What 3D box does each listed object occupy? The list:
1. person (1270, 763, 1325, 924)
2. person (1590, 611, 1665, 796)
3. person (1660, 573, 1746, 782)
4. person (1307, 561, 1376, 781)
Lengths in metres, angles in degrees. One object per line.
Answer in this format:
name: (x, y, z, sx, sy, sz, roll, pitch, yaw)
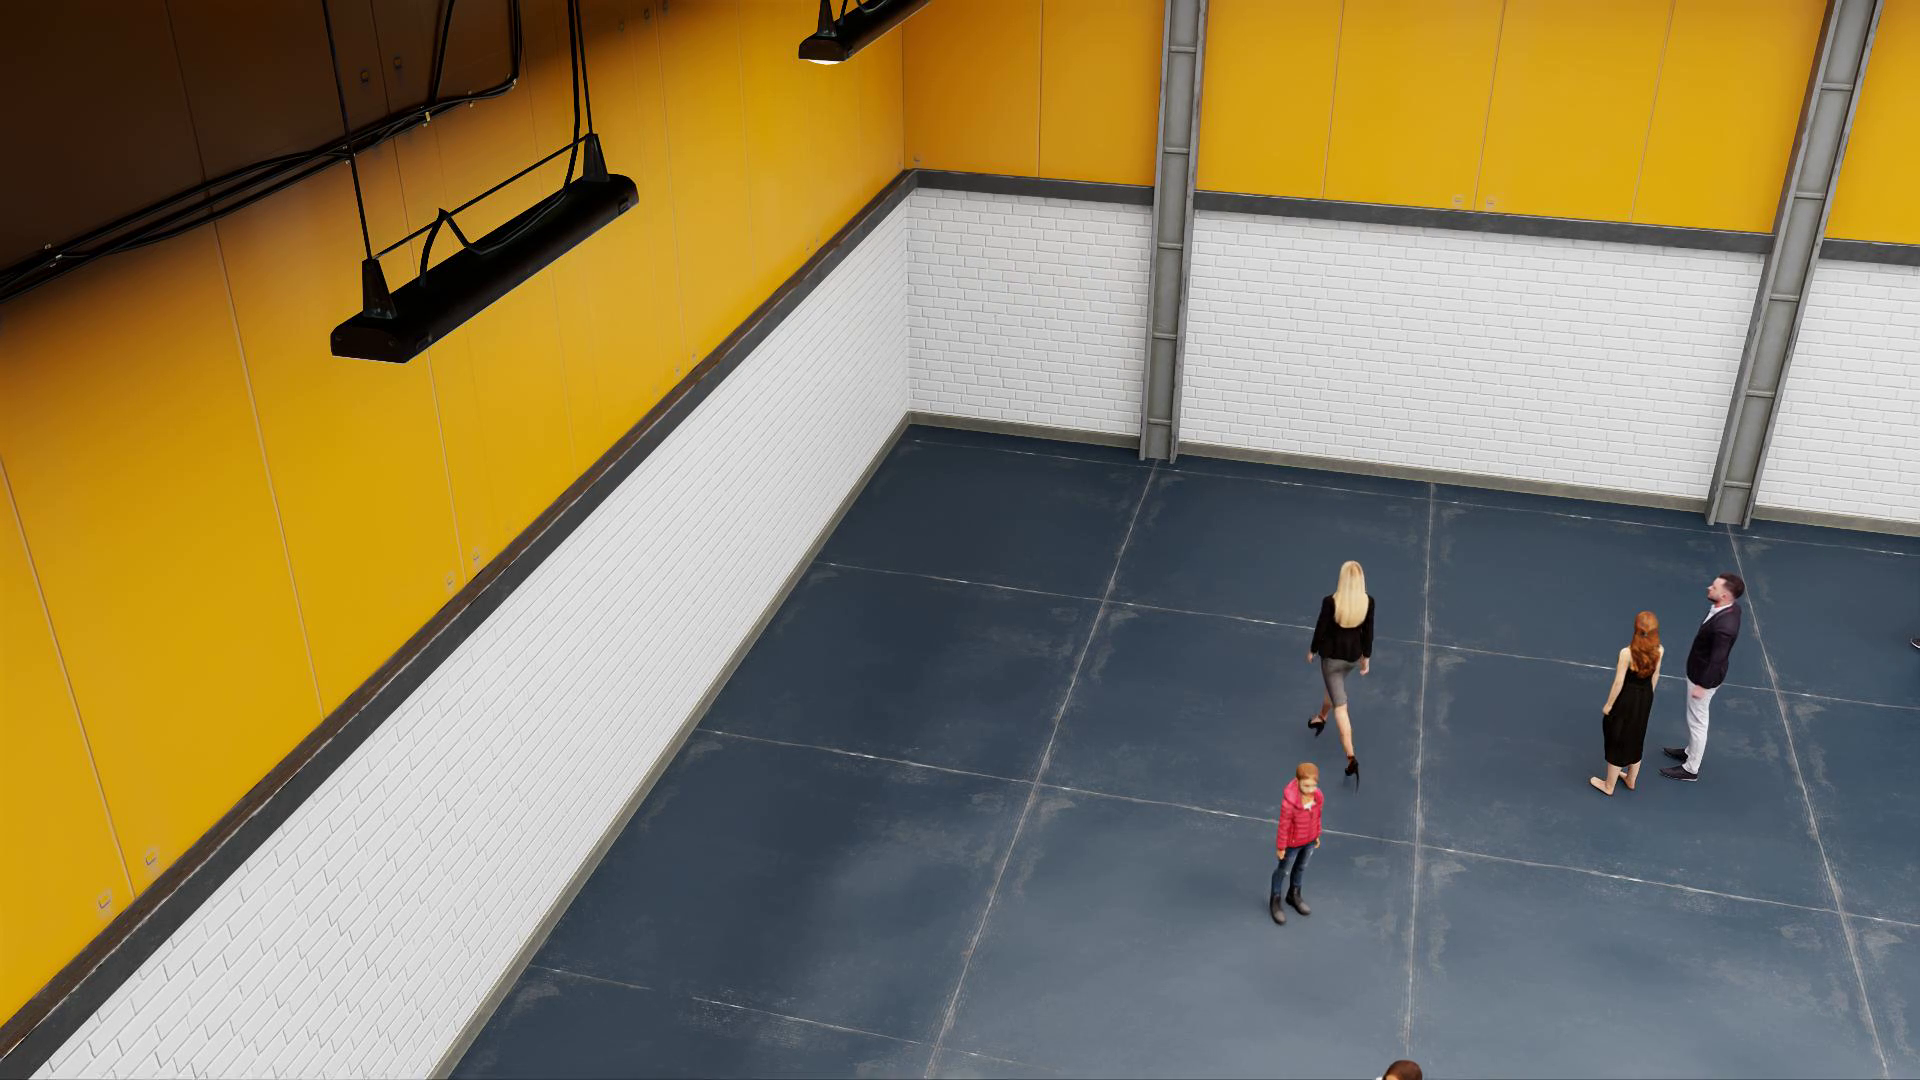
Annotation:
person: (2.394, 2.119, 11.807, 0.576, 1.315, 0.648, -13, 31, -22)
person: (5.258, 1.275, 13.029, 0.652, 1.625, 0.735, -9, 30, -16)
person: (5.926, 1.072, 13.173, 0.641, 1.844, 0.710, 15, 32, 25)
person: (3.058, 1.062, 13.247, 1.178, 1.791, 1.052, -7, 29, -12)
